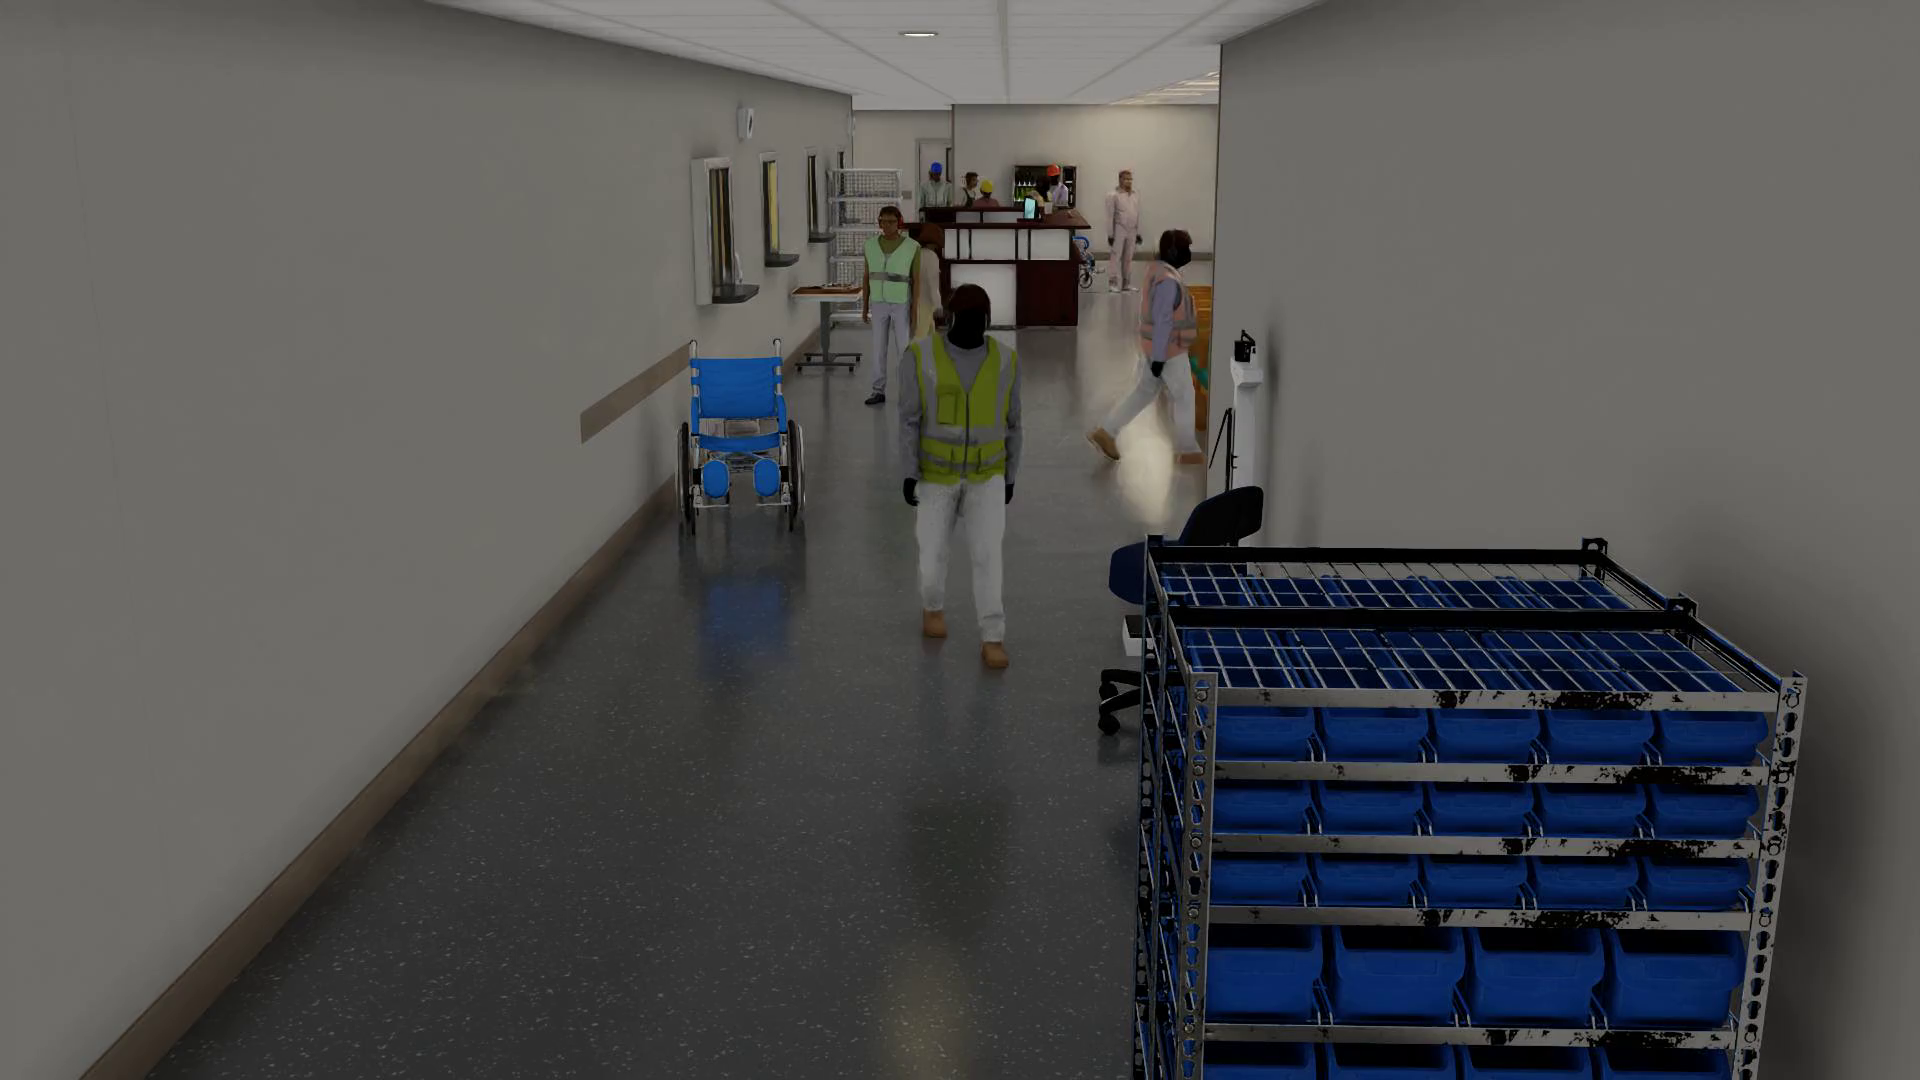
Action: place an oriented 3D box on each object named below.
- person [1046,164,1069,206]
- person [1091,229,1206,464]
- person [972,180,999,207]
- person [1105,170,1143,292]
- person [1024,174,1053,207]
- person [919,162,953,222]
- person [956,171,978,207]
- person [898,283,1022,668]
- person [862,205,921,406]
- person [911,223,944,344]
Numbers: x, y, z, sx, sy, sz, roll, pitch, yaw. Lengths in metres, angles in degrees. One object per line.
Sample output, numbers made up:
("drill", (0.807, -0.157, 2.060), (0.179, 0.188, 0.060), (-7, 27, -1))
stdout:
("person", (1.654, -5.696, 29.584), (0.549, 1.928, 0.389), (8, 16, 31))
("person", (1.481, -1.460, 12.673), (0.914, 1.813, 0.629), (0, 14, -1))
("person", (0.429, -5.062, 27.410), (0.566, 1.727, 0.371), (-9, 17, -33))
("person", (2.614, -4.876, 26.312), (0.682, 1.904, 0.400), (-9, 17, -34))
("person", (1.287, -5.011, 27.012), (0.432, 1.827, 0.663), (9, 17, 34))
("person", (-0.442, -5.952, 30.580), (0.614, 1.943, 0.409), (0, 14, 1))
("person", (0.079, -5.467, 28.850), (0.478, 1.824, 0.559), (8, 16, 30))
("person", (0.005, -0.340, 8.084), (0.626, 1.814, 0.816), (-2, 14, -8))
("person", (-0.633, -2.175, 15.456), (0.567, 1.846, 0.389), (4, 14, 16))
("person", (-0.397, -2.372, 16.748), (0.486, 1.613, 0.558), (-2, 14, -9))
